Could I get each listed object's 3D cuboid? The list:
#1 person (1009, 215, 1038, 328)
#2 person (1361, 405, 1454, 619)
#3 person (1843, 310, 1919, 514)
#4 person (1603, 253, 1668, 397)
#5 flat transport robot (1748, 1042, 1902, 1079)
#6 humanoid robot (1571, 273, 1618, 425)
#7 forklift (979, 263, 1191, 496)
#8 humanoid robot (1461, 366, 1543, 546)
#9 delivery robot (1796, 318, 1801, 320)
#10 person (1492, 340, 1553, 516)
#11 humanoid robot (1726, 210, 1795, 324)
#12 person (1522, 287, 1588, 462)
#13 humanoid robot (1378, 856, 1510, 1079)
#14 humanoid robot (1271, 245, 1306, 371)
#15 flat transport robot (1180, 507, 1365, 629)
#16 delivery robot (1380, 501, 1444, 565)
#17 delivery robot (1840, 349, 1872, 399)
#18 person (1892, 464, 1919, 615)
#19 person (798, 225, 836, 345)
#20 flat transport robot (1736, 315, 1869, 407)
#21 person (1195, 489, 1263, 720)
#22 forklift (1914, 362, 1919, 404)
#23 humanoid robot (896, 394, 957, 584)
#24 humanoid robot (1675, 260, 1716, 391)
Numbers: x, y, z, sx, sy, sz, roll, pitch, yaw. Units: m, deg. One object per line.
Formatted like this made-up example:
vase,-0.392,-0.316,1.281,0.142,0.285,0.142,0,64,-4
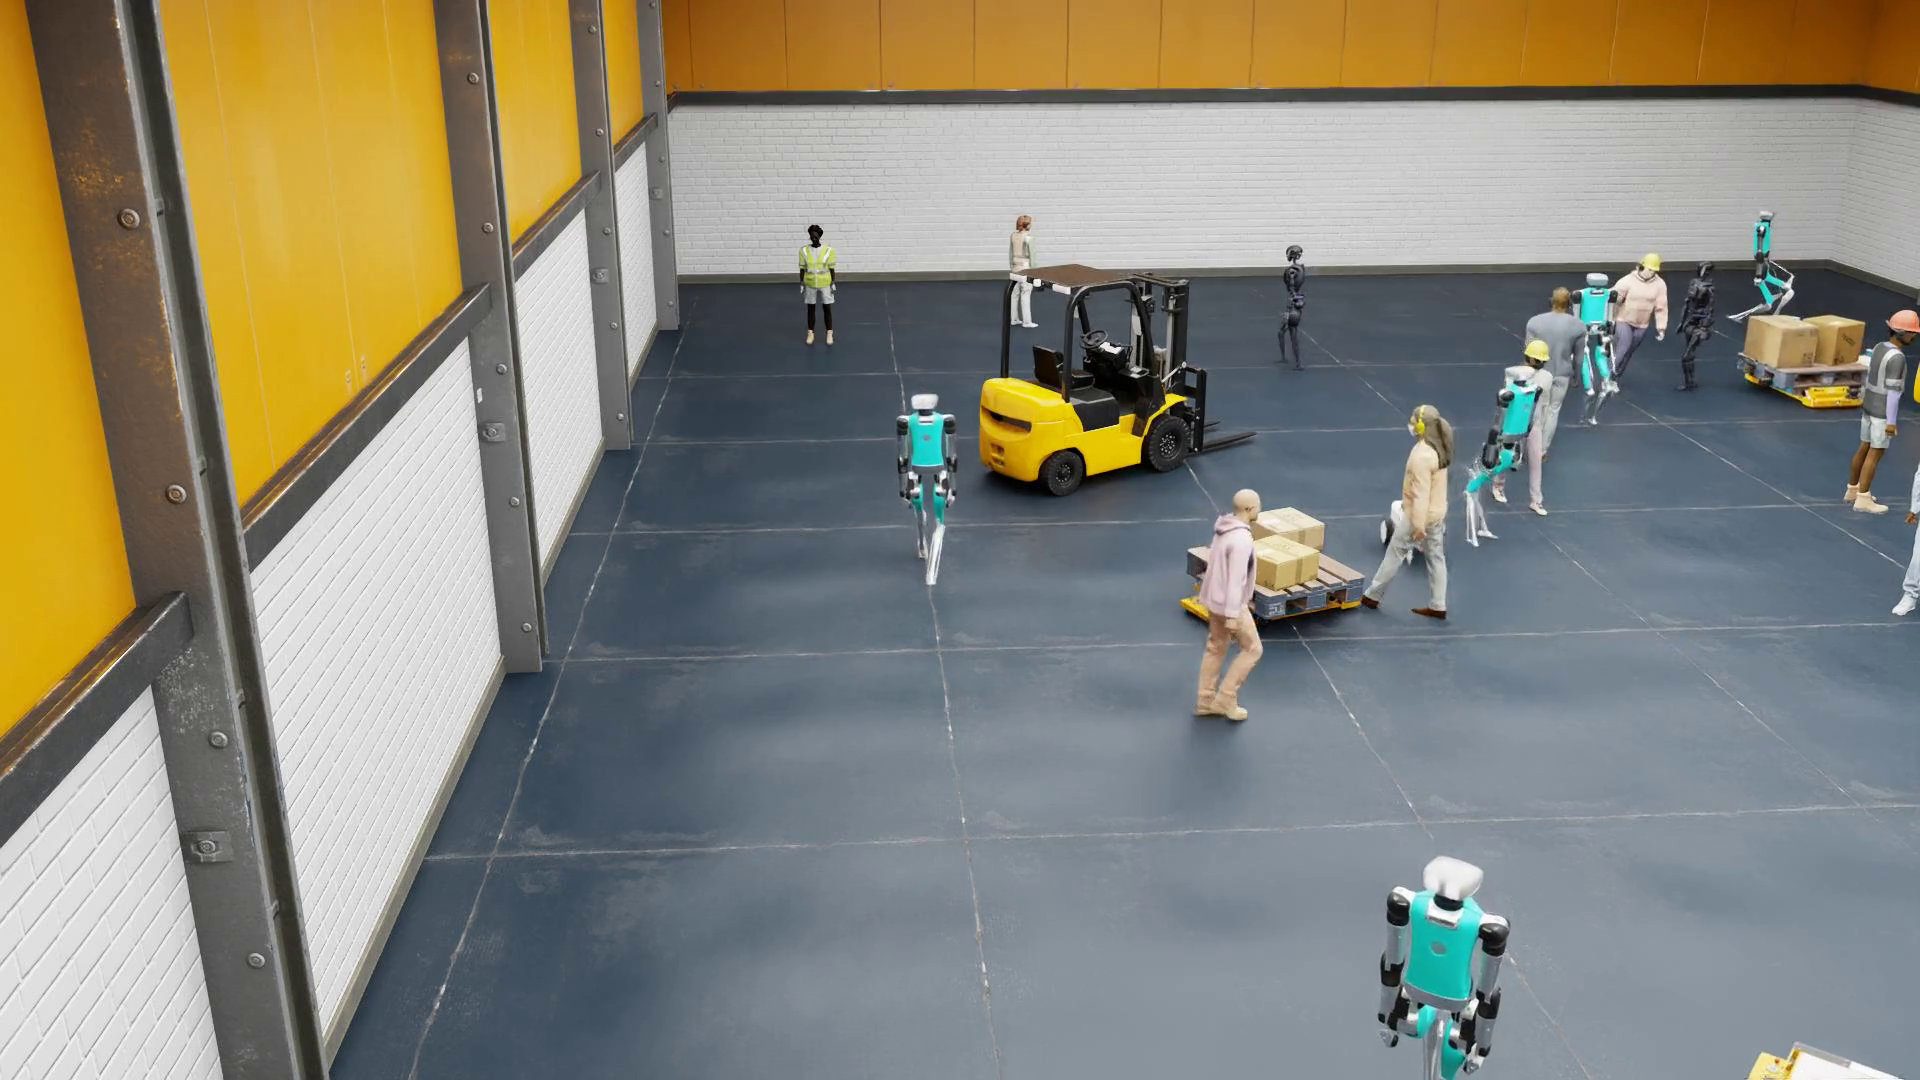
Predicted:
person,0.913,-3.929,24.345,0.313,1.636,0.514,-16,26,-37
person,3.792,-0.259,14.054,0.907,1.833,0.564,15,25,35
person,9.208,-1.284,16.559,0.391,2.039,0.612,3,20,9
person,8.343,-2.686,20.698,0.727,1.816,0.685,-1,20,-2
flat transport robot,4.480,2.846,7.873,1.431,0.231,0.659,15,25,35
humanoid robot,7.427,-2.149,19.432,0.547,1.837,0.722,0,20,0
forklift,1.315,-1.764,17.646,2.313,2.155,1.214,-14,24,-33
humanoid robot,5.017,-0.818,15.699,0.540,1.760,0.720,-13,24,-31
delivery robot,11.340,-2.711,22.613,0.499,0.606,0.790,7,21,19
person,5.656,-1.158,16.641,0.535,1.734,0.700,-4,20,-10
humanoid robot,11.725,-3.886,24.058,0.982,1.731,0.554,11,23,26
person,6.462,-1.810,18.162,0.642,1.920,0.504,7,21,19
humanoid robot,2.265,2.147,7.715,0.539,1.759,1.028,11,23,28
humanoid robot,4.369,-3.056,21.922,0.478,1.644,0.601,6,21,17
flat transport robot,2.679,0.492,14.286,1.431,0.231,0.659,-9,22,-24
delivery robot,4.257,-0.126,15.512,0.499,0.565,0.745,0,20,0
delivery robot,11.423,-2.104,20.936,0.784,0.589,0.499,-14,25,-34
person,8.277,-0.247,13.914,0.588,1.916,0.393,16,25,37
person,-1.999,-3.579,23.315,0.534,1.693,0.319,1,20,3
flat transport robot,10.597,-1.947,20.933,0.659,0.231,1.431,-3,20,-8
person,1.966,0.482,12.153,0.471,1.755,0.548,-3,20,-9
forklift,12.602,-2.435,19.475,2.313,2.155,1.214,-1,20,-4
humanoid robot,-0.293,-0.533,14.998,0.546,1.787,0.923,0,20,-1
humanoid robot,9.276,-2.710,20.966,0.407,1.648,0.599,-4,20,-10
